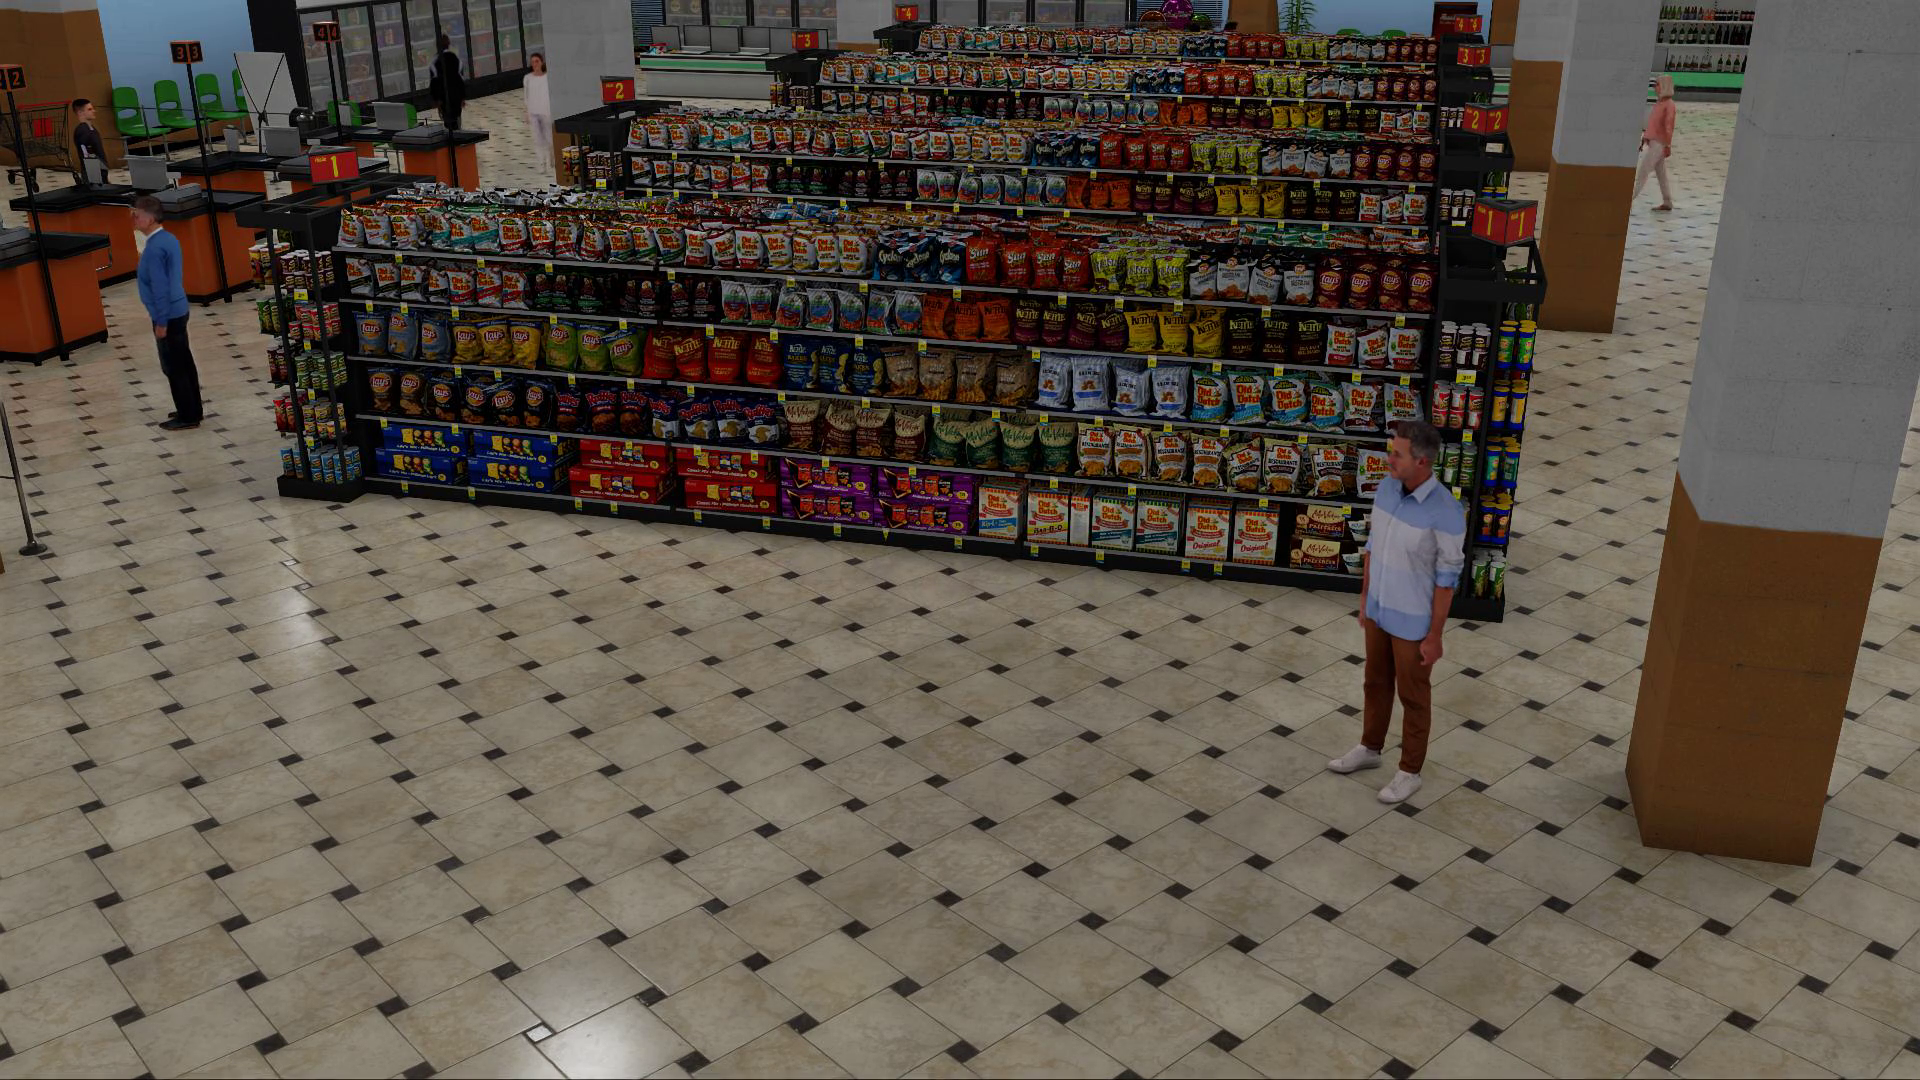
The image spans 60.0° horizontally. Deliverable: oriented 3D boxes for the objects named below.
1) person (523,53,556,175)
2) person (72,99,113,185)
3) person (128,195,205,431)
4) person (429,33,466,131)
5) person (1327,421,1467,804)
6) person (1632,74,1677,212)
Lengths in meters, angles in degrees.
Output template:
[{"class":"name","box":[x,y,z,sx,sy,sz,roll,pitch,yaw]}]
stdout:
[{"class":"person","box":[-6.008,-6.116,23.834,0.773,1.680,0.788,-1,22,-2]},{"class":"person","box":[-9.551,-3.974,18.391,0.728,1.764,0.718,-6,23,-15]},{"class":"person","box":[-6.105,-1.759,12.817,0.739,1.811,0.754,-4,22,-9]},{"class":"person","box":[-7.699,-6.692,25.104,1.085,1.804,1.141,-12,25,-27]},{"class":"person","box":[2.047,0.310,7.649,0.818,1.824,0.763,-12,25,-27]},{"class":"person","box":[8.883,-4.963,20.958,1.130,1.685,0.809,0,22,-1]}]
